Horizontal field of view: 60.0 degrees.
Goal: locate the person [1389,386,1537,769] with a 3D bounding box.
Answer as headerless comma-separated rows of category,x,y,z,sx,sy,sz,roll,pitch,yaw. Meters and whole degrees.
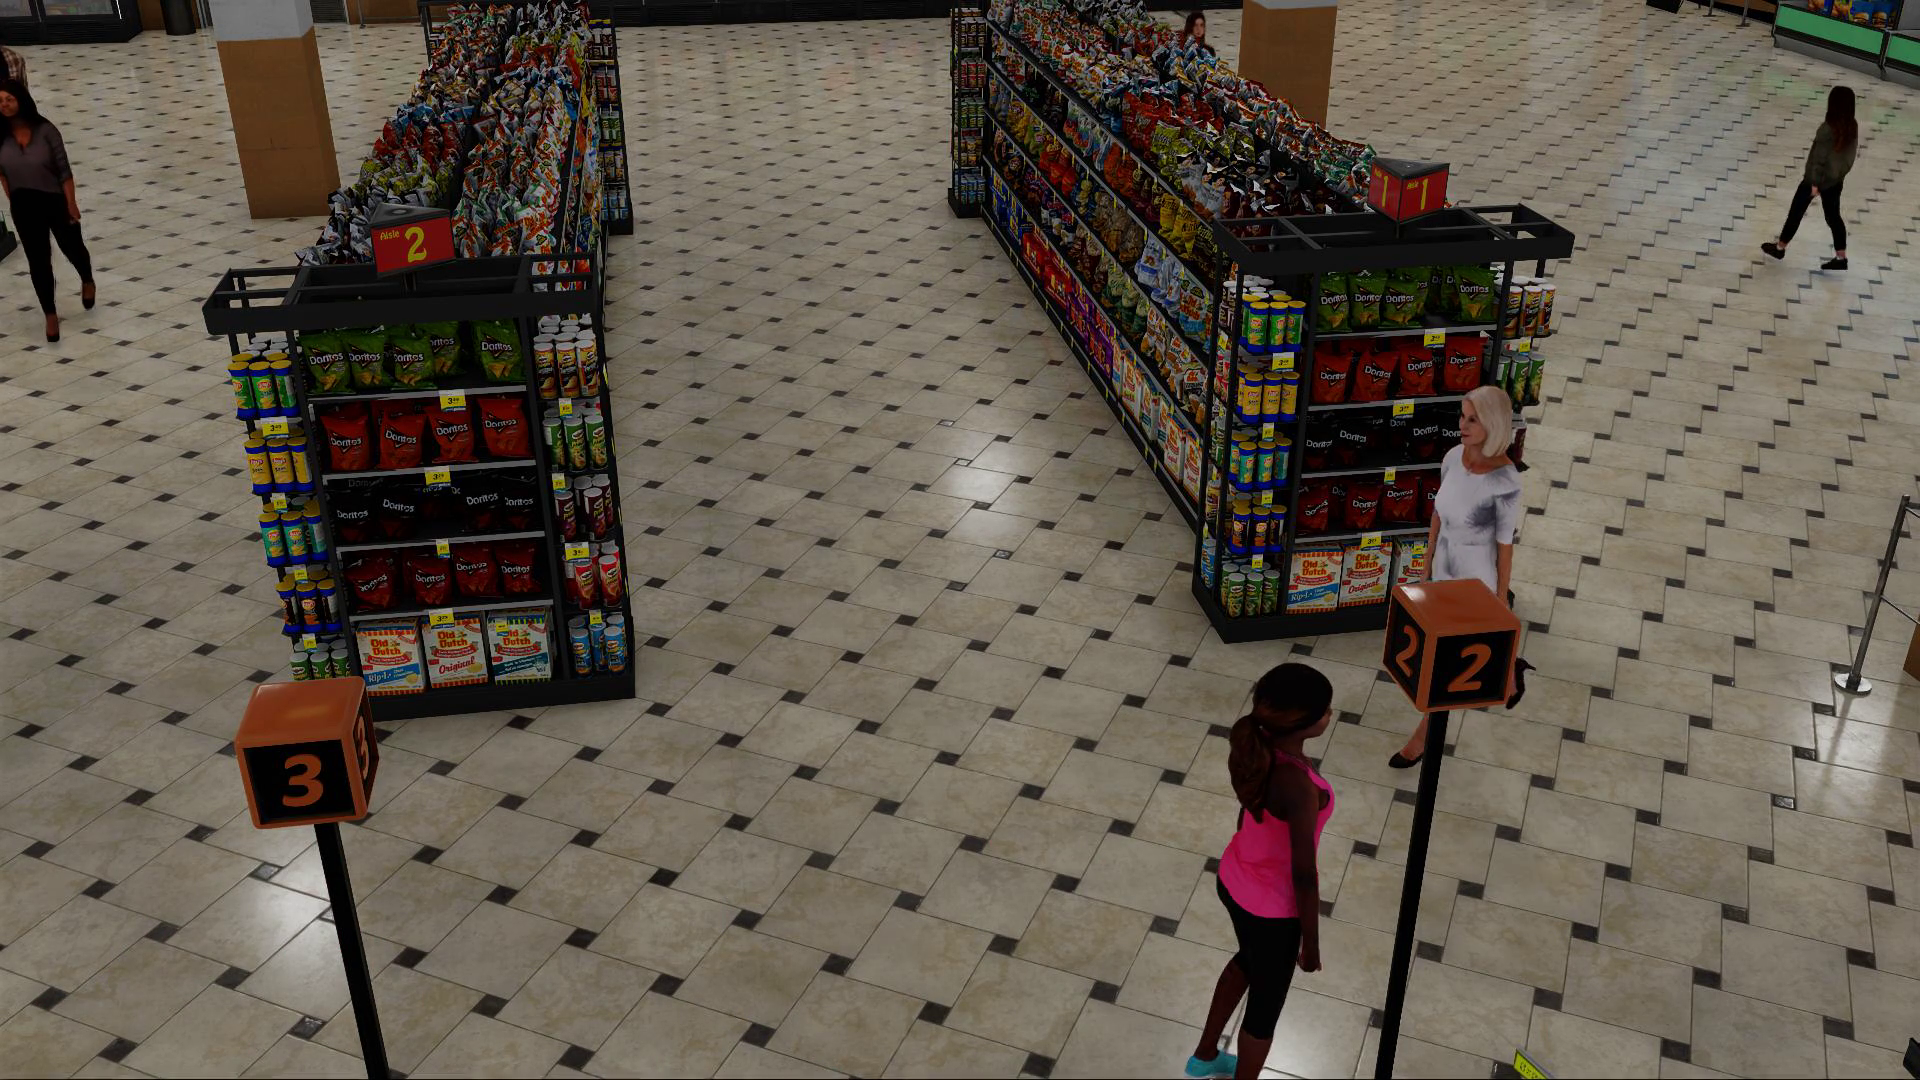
person,2.206,0.150,7.045,0.809,1.722,1.048,-11,29,-21

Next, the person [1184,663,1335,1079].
person,0.907,1.111,5.151,0.668,1.722,0.514,-7,28,-14

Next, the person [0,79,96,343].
person,-6.550,-2.392,11.970,0.738,1.801,1.152,-8,28,-16

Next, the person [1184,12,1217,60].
person,2.048,-3.927,15.101,0.628,1.707,0.569,-6,27,-11

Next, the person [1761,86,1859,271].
person,6.956,-2.840,13.251,0.714,1.441,1.058,-11,29,-20
